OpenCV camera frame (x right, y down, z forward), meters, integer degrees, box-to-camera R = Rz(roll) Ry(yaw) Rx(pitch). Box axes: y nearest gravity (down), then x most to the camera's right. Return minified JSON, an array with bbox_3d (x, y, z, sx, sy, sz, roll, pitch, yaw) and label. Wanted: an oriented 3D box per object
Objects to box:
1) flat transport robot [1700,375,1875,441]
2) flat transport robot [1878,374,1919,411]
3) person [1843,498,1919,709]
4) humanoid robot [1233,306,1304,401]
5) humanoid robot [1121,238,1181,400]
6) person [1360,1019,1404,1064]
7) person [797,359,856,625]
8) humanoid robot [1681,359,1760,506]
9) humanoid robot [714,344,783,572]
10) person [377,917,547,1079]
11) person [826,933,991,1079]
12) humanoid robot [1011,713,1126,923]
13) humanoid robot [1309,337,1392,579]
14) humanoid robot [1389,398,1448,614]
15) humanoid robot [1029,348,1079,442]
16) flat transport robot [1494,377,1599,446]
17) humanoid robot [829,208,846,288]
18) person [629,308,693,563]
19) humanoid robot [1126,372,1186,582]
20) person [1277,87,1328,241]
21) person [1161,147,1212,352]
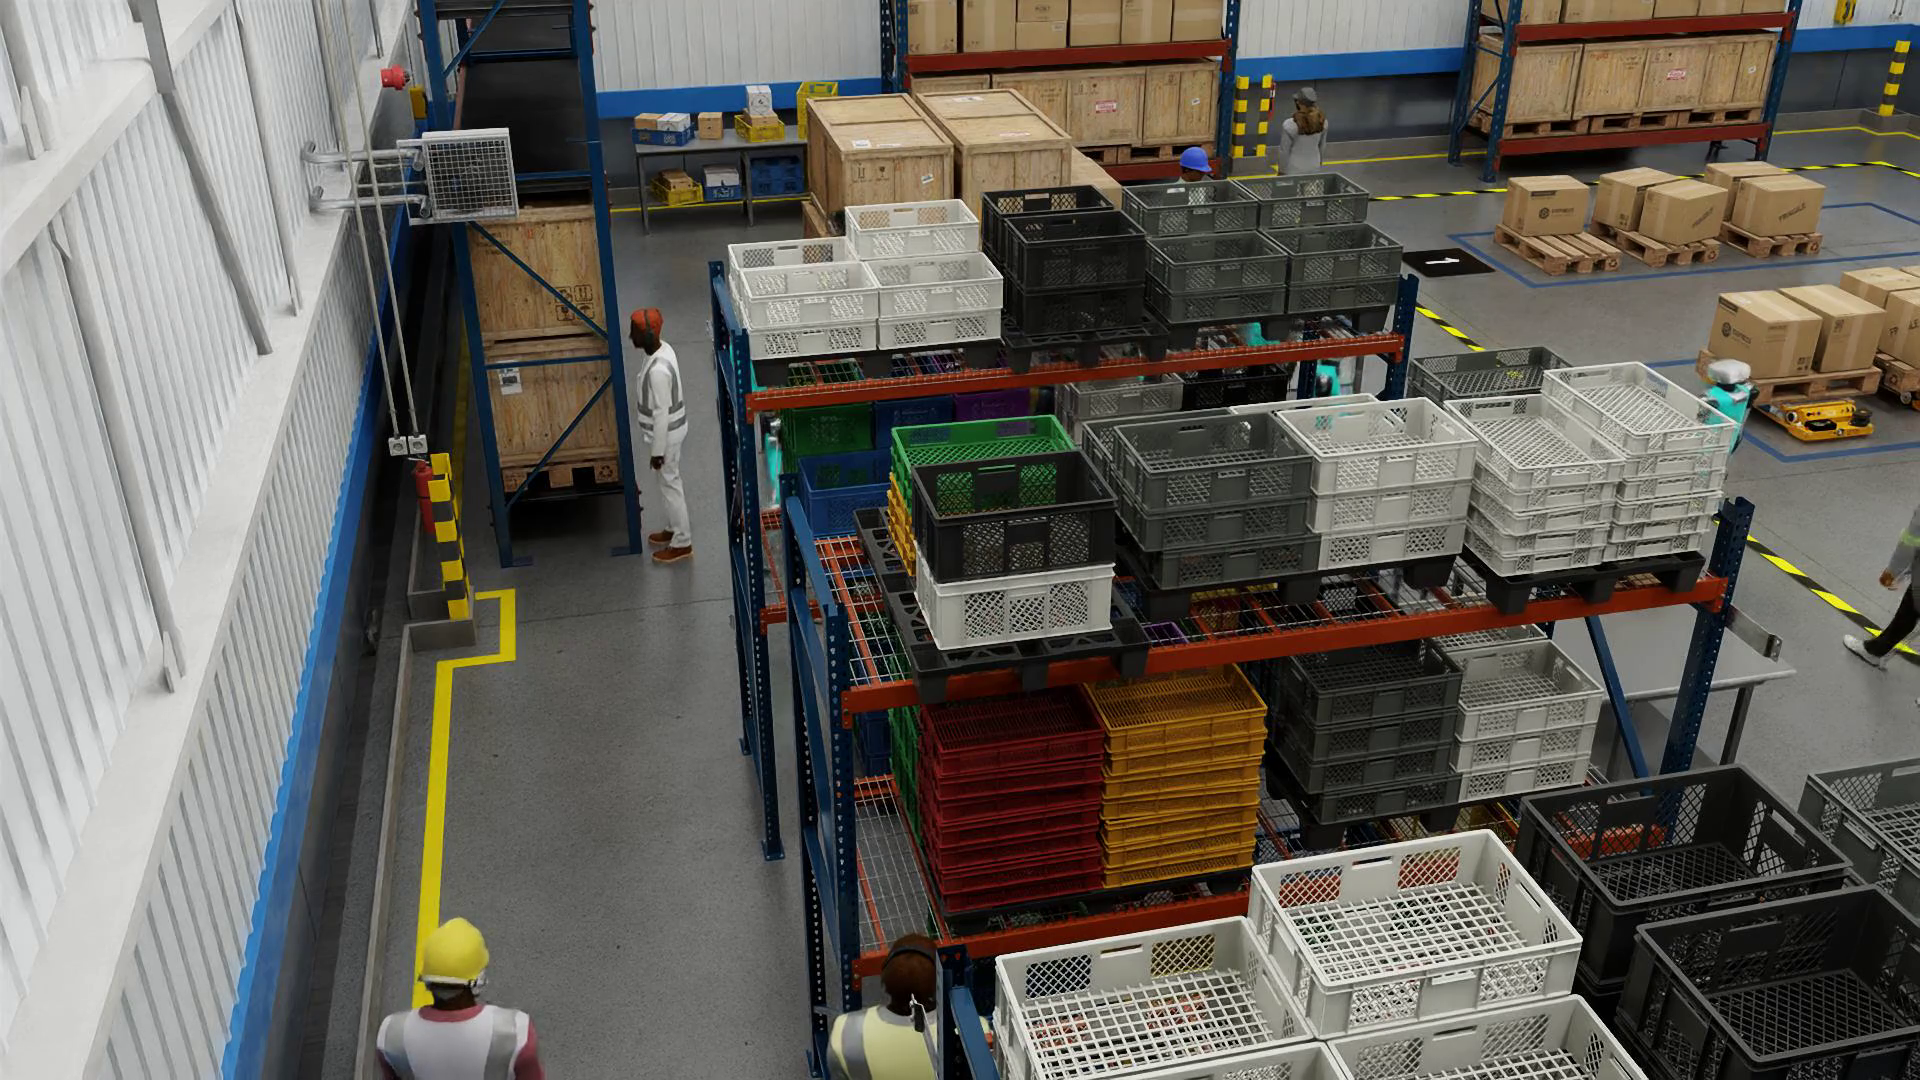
[{"bbox_3d":[7.143,-1.253,14.394,0.652,0.197,1.431,-6,28,-12],"label":"flat transport robot"},{"bbox_3d":[8.473,-1.467,14.800,0.652,0.197,1.431,-6,28,-12],"label":"flat transport robot"},{"bbox_3d":[5.946,0.153,10.112,0.593,1.801,0.995,-9,29,-17],"label":"person"},{"bbox_3d":[2.144,-1.051,12.490,0.853,1.780,0.531,-23,35,-36],"label":"humanoid robot"},{"bbox_3d":[1.624,-1.400,13.227,0.561,1.832,0.932,-8,29,-15],"label":"humanoid robot"},{"bbox_3d":[1.390,2.279,5.967,0.889,1.909,0.668,-8,29,-15],"label":"person"},{"bbox_3d":[-0.875,-0.404,10.915,0.376,2.040,0.613,4,28,8],"label":"person"},{"bbox_3d":[4.893,-0.493,11.481,0.546,1.779,1.053,-15,31,-26],"label":"humanoid robot"},{"bbox_3d":[-1.393,-0.576,11.675,0.534,1.866,0.786,-5,28,-10],"label":"humanoid robot"},{"bbox_3d":[-1.805,2.200,6.232,0.606,1.809,0.431,1,28,2],"label":"person"},{"bbox_3d":[-0.159,2.212,6.162,0.620,1.845,0.431,1,28,2],"label":"person"},{"bbox_3d":[0.520,1.273,8.057,1.026,1.727,0.551,-7,29,-14],"label":"humanoid robot"},{"bbox_3d":[2.791,-0.522,11.507,0.906,1.790,0.554,6,28,12],"label":"humanoid robot"},{"bbox_3d":[3.080,-0.225,10.954,0.596,1.645,0.337,17,32,28],"label":"humanoid robot"},{"bbox_3d":[0.627,-0.635,11.753,0.459,1.634,0.607,17,32,29],"label":"humanoid robot"},{"bbox_3d":[4.780,-1.036,14.013,0.659,0.231,1.431,-6,28,-12],"label":"flat transport robot"},{"bbox_3d":[-1.050,-2.080,14.497,0.633,1.631,0.607,-7,29,-14],"label":"humanoid robot"},{"bbox_3d":[-2.102,-0.744,11.740,0.360,1.877,0.574,-4,28,-8],"label":"person"},{"bbox_3d":[1.363,-0.372,11.244,0.400,1.650,0.612,-14,31,-25],"label":"humanoid robot"},{"bbox_3d":[3.704,-4.024,18.071,0.564,1.769,0.395,-10,30,-19],"label":"person"},{"bbox_3d":[2.057,-2.653,15.293,0.412,1.939,0.602,20,34,33],"label":"person"}]
